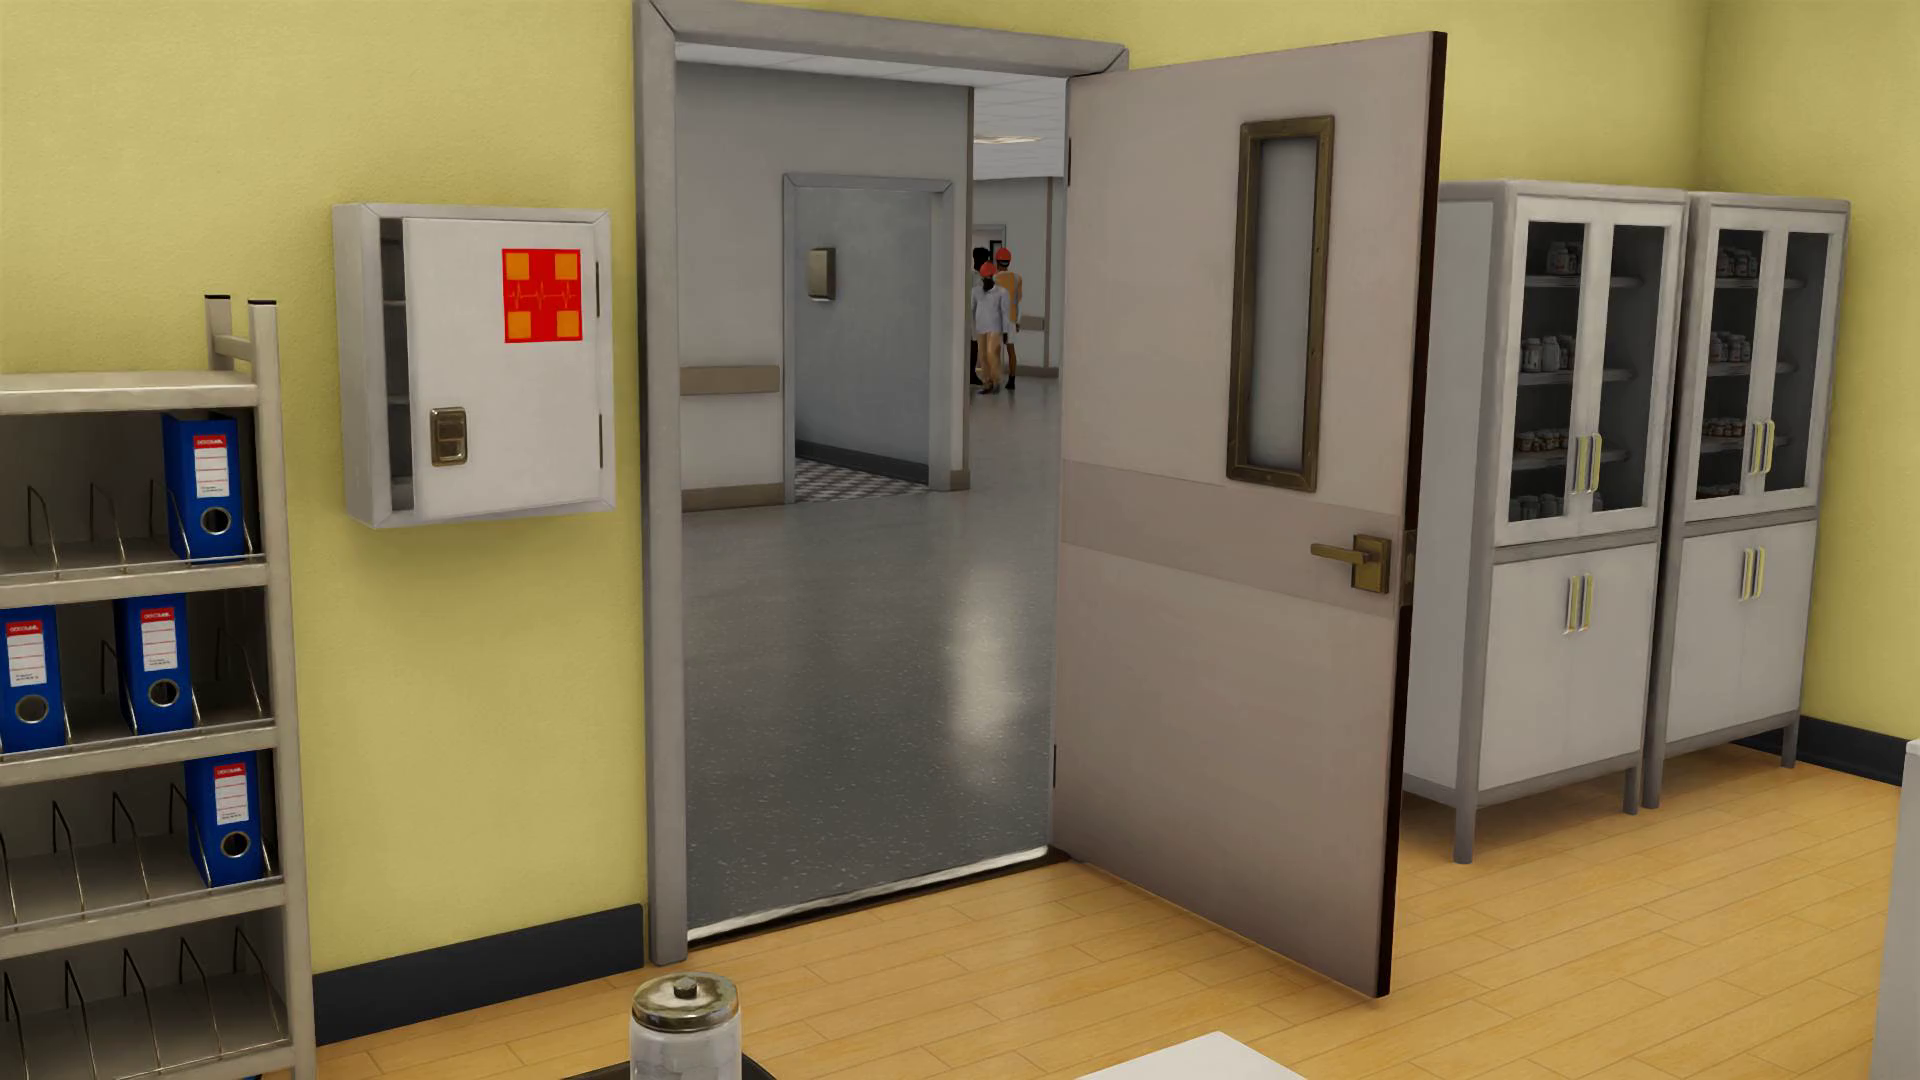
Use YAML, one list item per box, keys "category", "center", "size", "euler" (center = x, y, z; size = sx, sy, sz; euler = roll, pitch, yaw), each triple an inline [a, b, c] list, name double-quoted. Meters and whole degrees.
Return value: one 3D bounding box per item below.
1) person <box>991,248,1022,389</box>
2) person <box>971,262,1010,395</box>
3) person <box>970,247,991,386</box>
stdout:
- category: "person"
  center: [0.577, -3.027, 22.803]
  size: [0.545, 1.939, 0.354]
  euler: [-3, 10, -22]
- category: "person"
  center: [0.354, -2.765, 21.829]
  size: [0.581, 1.736, 0.422]
  euler: [7, 11, 33]
- category: "person"
  center: [0.233, -3.136, 23.390]
  size: [0.387, 1.954, 0.610]
  euler: [-1, 10, -12]
